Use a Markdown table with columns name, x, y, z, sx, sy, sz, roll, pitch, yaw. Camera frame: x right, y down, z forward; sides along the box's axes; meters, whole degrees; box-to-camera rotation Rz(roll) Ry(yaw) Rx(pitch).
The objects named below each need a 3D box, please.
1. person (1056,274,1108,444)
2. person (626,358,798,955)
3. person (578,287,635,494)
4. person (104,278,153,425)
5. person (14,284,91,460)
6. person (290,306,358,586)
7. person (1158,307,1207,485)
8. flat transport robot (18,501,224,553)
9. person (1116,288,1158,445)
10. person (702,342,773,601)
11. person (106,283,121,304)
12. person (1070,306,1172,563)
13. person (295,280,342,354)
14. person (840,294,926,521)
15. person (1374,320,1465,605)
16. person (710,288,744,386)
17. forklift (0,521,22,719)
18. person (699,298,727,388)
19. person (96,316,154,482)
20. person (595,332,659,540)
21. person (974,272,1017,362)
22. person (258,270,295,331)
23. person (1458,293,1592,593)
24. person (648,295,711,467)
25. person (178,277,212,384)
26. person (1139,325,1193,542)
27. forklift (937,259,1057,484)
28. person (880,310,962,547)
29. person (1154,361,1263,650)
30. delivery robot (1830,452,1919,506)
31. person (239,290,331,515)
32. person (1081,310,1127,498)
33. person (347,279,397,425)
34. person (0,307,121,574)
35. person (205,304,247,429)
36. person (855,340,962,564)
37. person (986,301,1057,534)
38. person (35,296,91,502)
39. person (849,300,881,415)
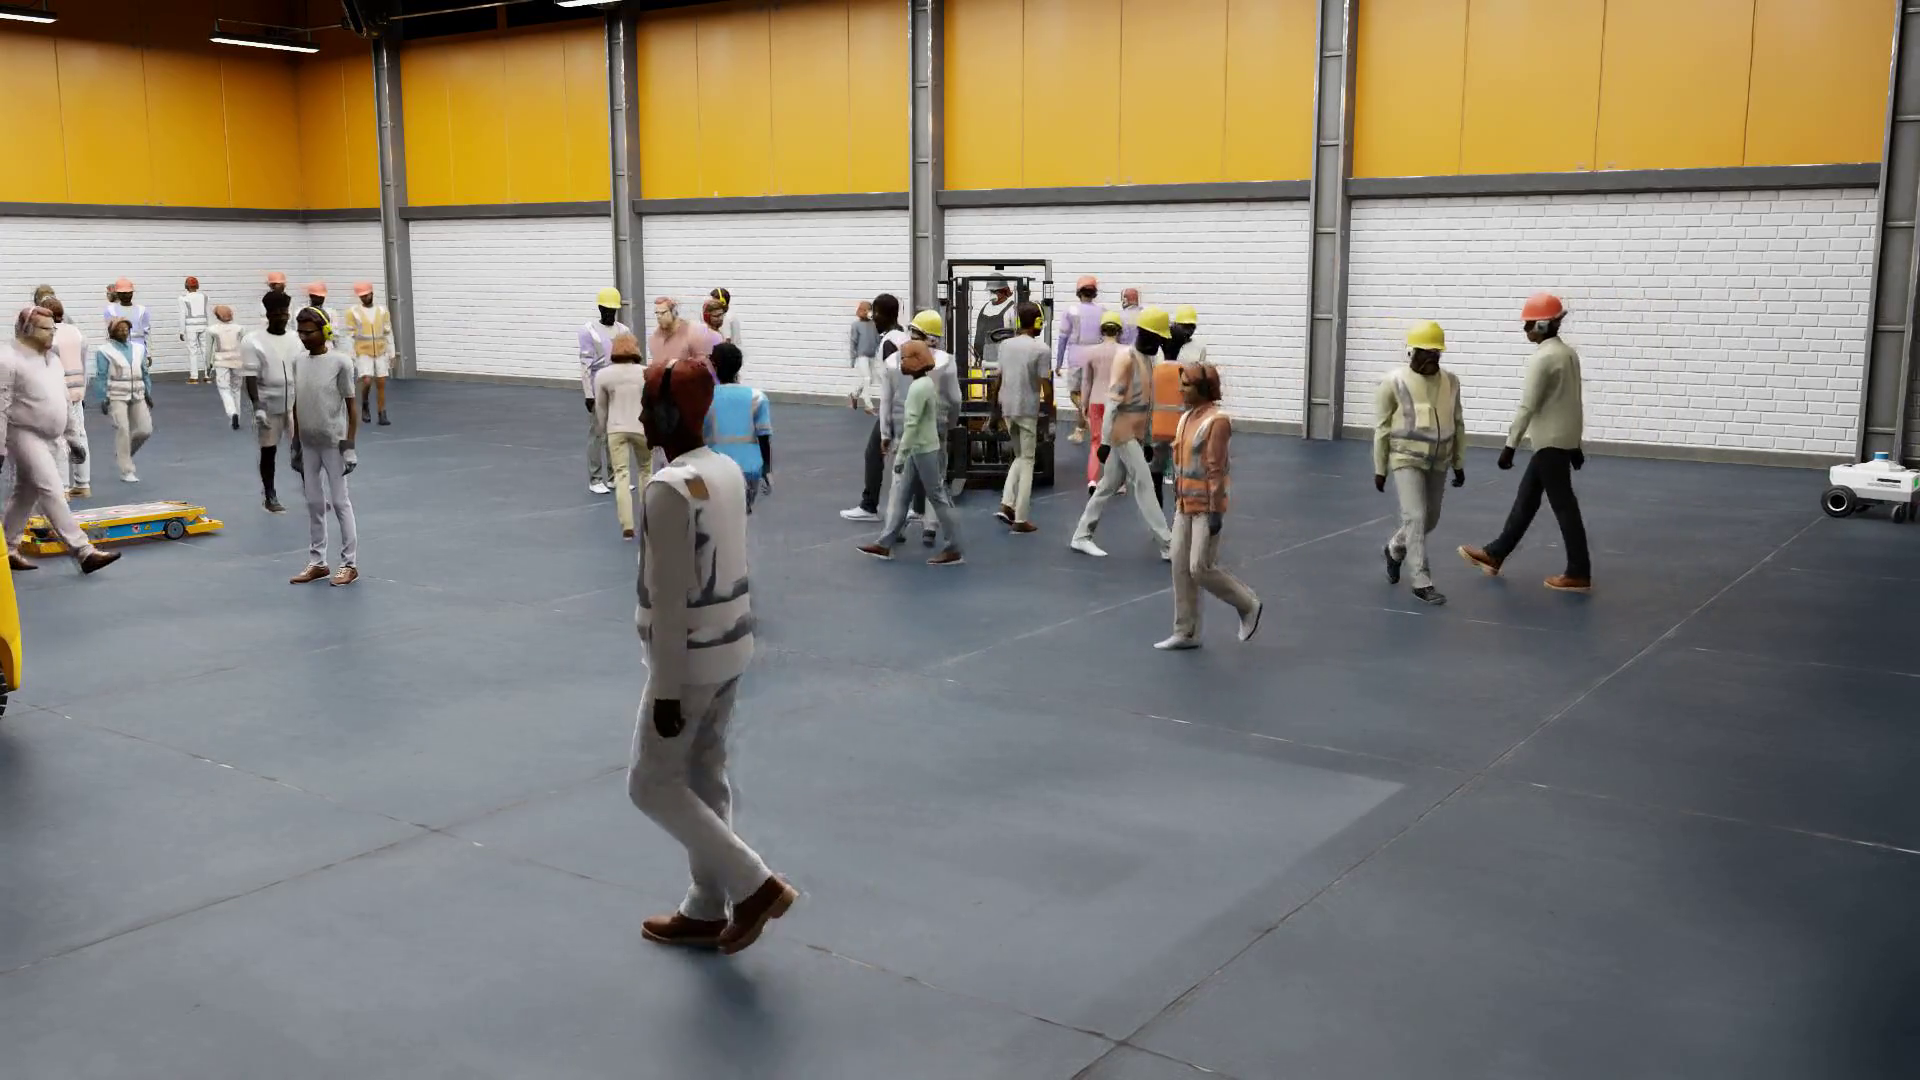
| name | x | y | z | sx | sy | sz | roll | pitch | yaw |
| --- | --- | --- | --- | --- | --- | --- | --- | --- | --- |
| person | 1.482 | -2.086 | 19.387 | 0.624 | 2.013 | 0.832 | -4 | 10 | -23 |
| person | -0.778 | 0.380 | 5.100 | 0.478 | 1.873 | 0.575 | 3 | 10 | 15 |
| person | -3.283 | -1.399 | 15.554 | 0.383 | 1.921 | 0.585 | 7 | 12 | 36 |
| person | -10.886 | -2.458 | 21.809 | 0.545 | 1.938 | 0.358 | -6 | 11 | -33 |
| person | -9.765 | -1.800 | 18.014 | 0.888 | 1.902 | 0.637 | 4 | 10 | 22 |
| person | -4.255 | -0.622 | 11.096 | 0.515 | 1.865 | 0.329 | 3 | 10 | 18 |
| person | 2.123 | -1.340 | 15.798 | 0.539 | 1.721 | 0.912 | -2 | 10 | -14 |
| flat transport robot | -6.530 | -0.116 | 12.817 | 0.652 | 0.197 | 1.431 | 7 | 12 | 35 |
| person | 2.072 | -2.055 | 19.703 | 0.650 | 1.859 | 0.989 | -6 | 11 | -31 |
| person | -1.451 | -0.435 | 10.622 | 0.539 | 1.650 | 0.908 | -4 | 10 | -22 |
| person | -12.281 | -2.838 | 24.389 | 0.581 | 1.832 | 0.538 | 1 | 10 | 6 |
| person | 1.240 | -0.755 | 11.968 | 1.033 | 1.837 | 0.665 | 4 | 10 | 22 |
| person | -8.181 | -2.347 | 21.200 | 0.537 | 1.918 | 0.558 | 8 | 13 | 41 |
| person | -0.638 | -1.080 | 13.760 | 0.878 | 1.876 | 0.631 | 2 | 10 | 11 |
| person | 2.942 | -0.524 | 10.726 | 0.594 | 1.798 | 0.792 | -3 | 10 | -19 |
| person | -2.797 | -2.159 | 20.405 | 0.531 | 1.825 | 0.746 | 0 | 10 | 2 |
| forklift | -5.296 | -0.090 | 6.943 | 1.214 | 2.155 | 2.313 | 7 | 12 | 35 |
| person | -2.445 | -1.424 | 16.044 | 0.801 | 1.814 | 0.590 | 2 | 10 | 10 |
| person | -8.215 | -1.380 | 16.311 | 0.437 | 1.623 | 0.532 | 6 | 11 | 30 |
| person | -2.607 | -0.825 | 13.093 | 0.494 | 1.598 | 0.762 | -2 | 10 | -10 |
| person | 0.413 | -2.118 | 19.476 | 0.682 | 2.000 | 0.538 | 8 | 13 | 40 |
| person | -10.314 | -3.056 | 25.116 | 0.657 | 2.026 | 0.613 | 5 | 11 | 29 |
| person | 3.762 | -0.644 | 10.981 | 1.002 | 1.940 | 0.614 | 7 | 12 | 35 |
| person | -2.487 | -1.309 | 15.217 | 0.664 | 1.865 | 0.845 | 5 | 11 | 28 |
| person | -13.448 | -3.681 | 29.260 | 0.355 | 1.882 | 0.575 | 8 | 12 | 38 |
| person | 1.591 | -0.786 | 12.620 | 0.543 | 1.677 | 0.545 | 1 | 10 | 6 |
| forklift | 0.370 | -1.738 | 16.759 | 1.214 | 2.155 | 2.313 | 1 | 10 | 3 |
| person | -0.280 | -0.830 | 12.567 | 0.613 | 1.792 | 0.506 | 3 | 10 | 17 |
| person | 1.369 | -0.179 | 9.169 | 0.505 | 1.619 | 0.521 | -3 | 10 | -19 |
| delivery robot | 7.715 | -0.495 | 13.950 | 0.477 | 0.478 | 0.707 | -9 | 13 | -43 |
| person | -5.665 | -1.123 | 13.931 | 0.613 | 1.912 | 1.003 | -9 | 13 | -42 |
| person | 1.341 | -1.229 | 15.137 | 0.525 | 1.725 | 0.870 | 2 | 10 | 14 |
| person | -7.704 | -2.448 | 21.804 | 0.580 | 1.920 | 0.442 | -7 | 12 | -37 |
| person | -6.323 | -0.681 | 11.501 | 1.017 | 1.840 | 0.656 | 1 | 10 | 4 |
| person | -9.436 | -2.237 | 21.468 | 0.524 | 1.609 | 0.760 | -7 | 12 | -35 |
| person | -0.368 | -0.614 | 11.812 | 0.823 | 1.591 | 0.520 | 0 | 10 | 2 |
| person | 0.483 | -0.972 | 13.253 | 0.584 | 1.841 | 0.430 | 7 | 12 | 37 |
| person | -8.133 | -1.263 | 14.974 | 0.429 | 1.845 | 0.621 | 2 | 10 | 14 |
| person | -1.369 | -2.582 | 23.507 | 0.649 | 1.612 | 0.514 | 9 | 13 | 44 |
